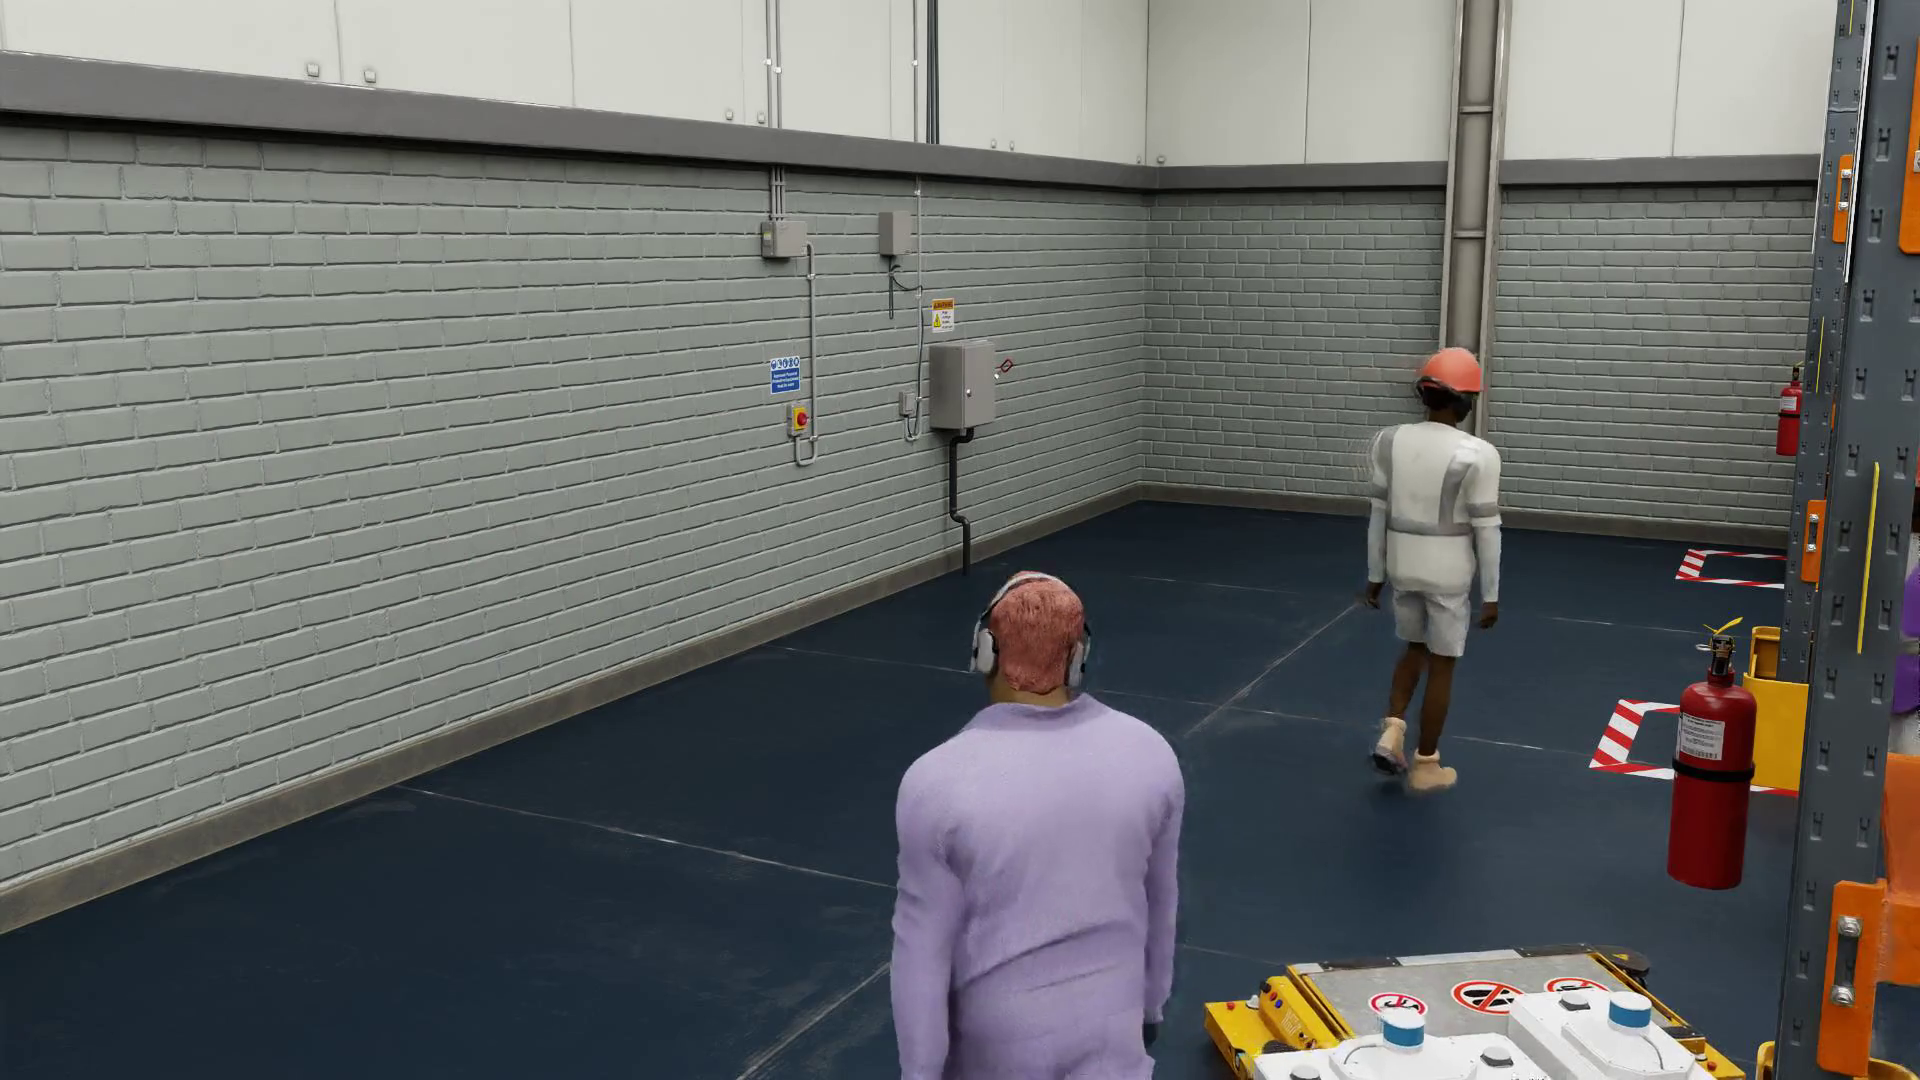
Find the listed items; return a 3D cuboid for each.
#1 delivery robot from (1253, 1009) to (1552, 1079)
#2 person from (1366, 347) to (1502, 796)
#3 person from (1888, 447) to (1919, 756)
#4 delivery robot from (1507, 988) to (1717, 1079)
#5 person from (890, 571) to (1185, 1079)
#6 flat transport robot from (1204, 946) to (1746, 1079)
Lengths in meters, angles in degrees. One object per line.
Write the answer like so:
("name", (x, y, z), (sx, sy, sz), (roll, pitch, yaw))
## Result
("delivery robot", (1.114, 1.435, 4.218), (0.707, 0.478, 0.477), (-2, 11, -10))
("person", (2.139, 0.151, 7.461), (0.426, 2.023, 0.631), (-9, 14, -41))
("person", (3.224, 0.546, 5.660), (0.552, 1.906, 0.569), (-5, 11, -24))
("delivery robot", (1.724, 1.417, 4.315), (0.477, 0.478, 0.707), (-2, 10, -9))
("person", (0.149, 0.980, 3.462), (0.664, 1.847, 0.963), (-4, 11, -23))
("flat transport robot", (1.523, 1.478, 5.016), (1.431, 0.197, 0.652), (-2, 11, -9))
